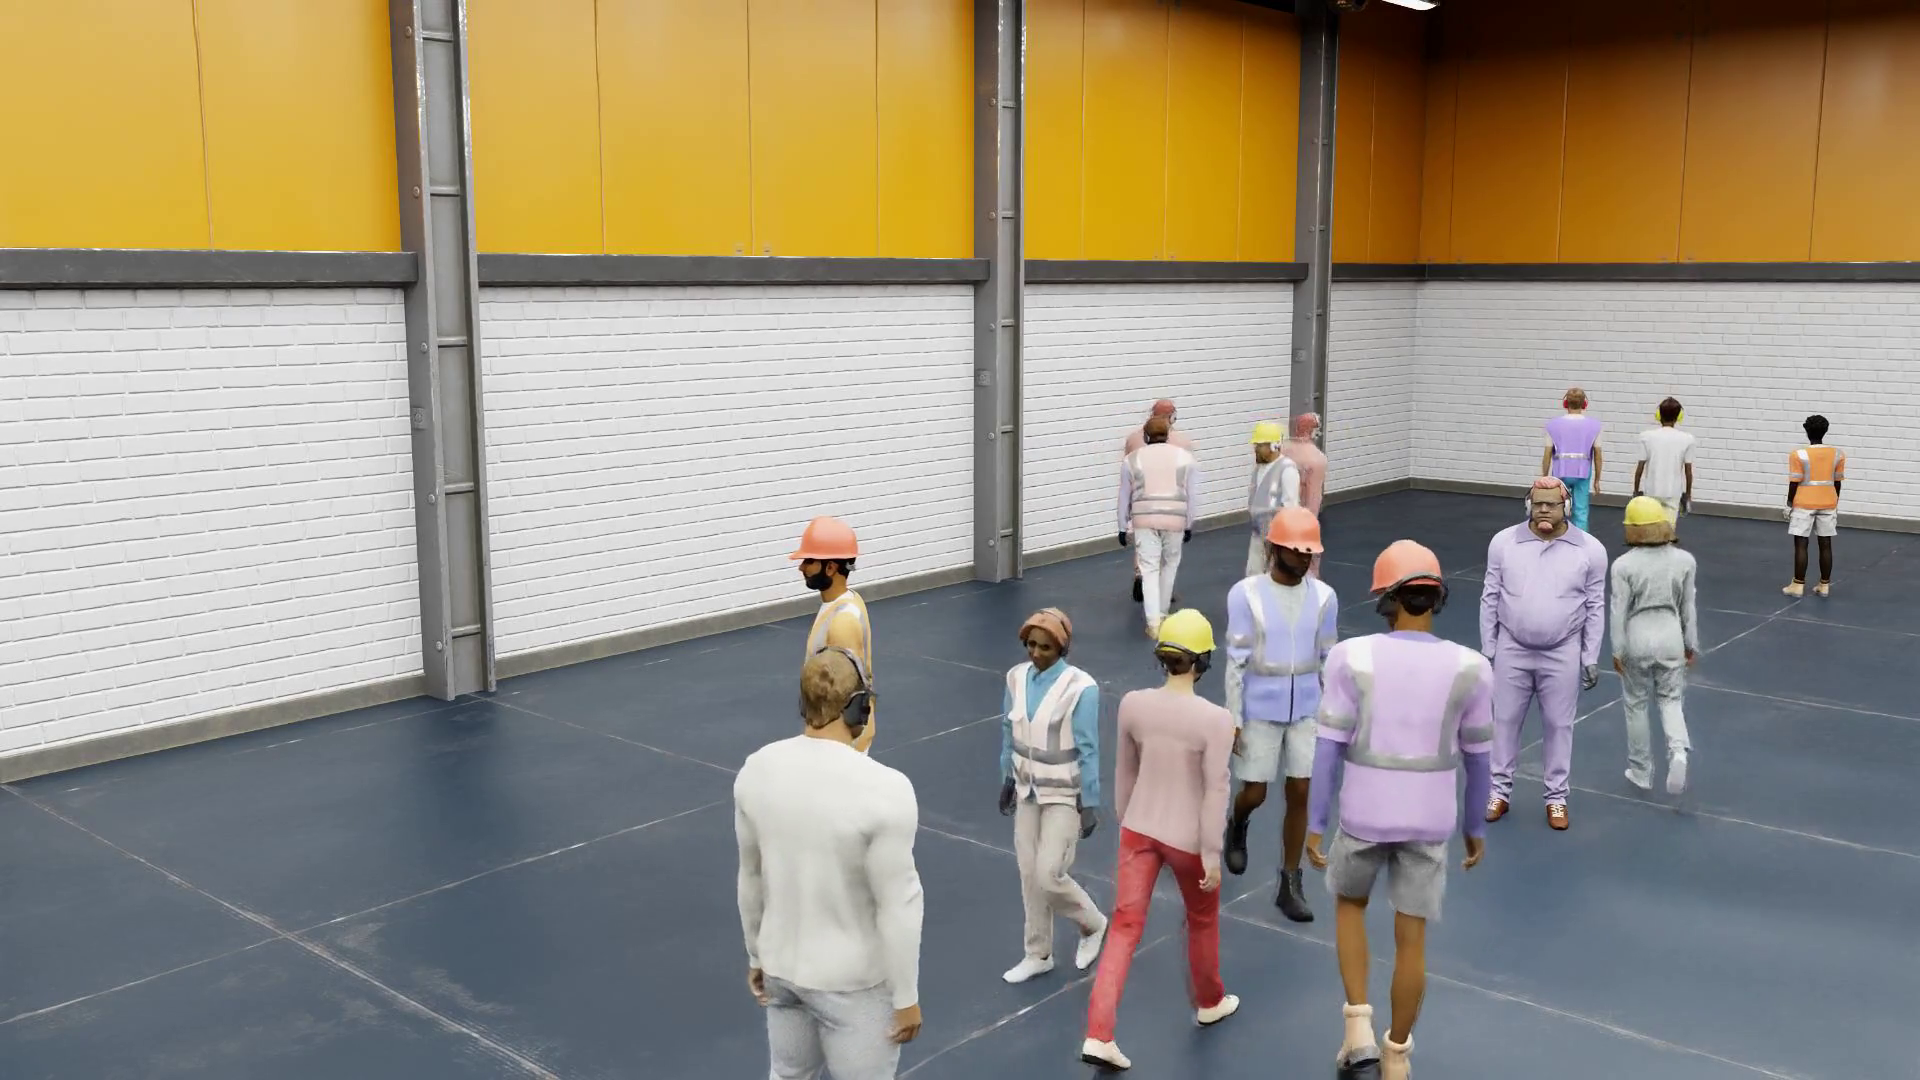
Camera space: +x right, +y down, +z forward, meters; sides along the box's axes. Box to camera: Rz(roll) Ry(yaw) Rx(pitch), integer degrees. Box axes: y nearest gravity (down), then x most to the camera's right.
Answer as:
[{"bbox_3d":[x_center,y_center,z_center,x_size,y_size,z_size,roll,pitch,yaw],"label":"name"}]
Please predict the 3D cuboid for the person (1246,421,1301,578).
[{"bbox_3d":[2.654,-0.093,13.712,0.845,1.796,0.594,-4,10,-24],"label":"person"}]

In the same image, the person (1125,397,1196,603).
[{"bbox_3d":[1.786,-0.331,14.914,0.661,1.886,0.549,4,10,24],"label":"person"}]

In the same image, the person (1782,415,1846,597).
[{"bbox_3d":[7.886,-0.309,15.383,0.529,1.694,0.321,0,9,-3],"label":"person"}]

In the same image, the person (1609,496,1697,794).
[{"bbox_3d":[3.969,0.614,9.489,0.511,1.715,0.598,1,9,3],"label":"person"}]

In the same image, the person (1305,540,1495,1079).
[{"bbox_3d":[1.606,1.010,6.095,0.650,2.020,0.478,2,9,10],"label":"person"}]

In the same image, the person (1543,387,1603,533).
[{"bbox_3d":[6.201,-0.620,16.861,0.569,1.842,0.377,3,9,17],"label":"person"}]

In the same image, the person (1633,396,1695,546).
[{"bbox_3d":[6.517,-0.397,15.430,0.499,1.858,0.442,4,10,23],"label":"person"}]

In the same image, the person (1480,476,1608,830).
[{"bbox_3d":[3.125,0.605,8.976,0.639,1.910,0.407,4,10,23],"label":"person"}]

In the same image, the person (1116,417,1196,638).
[{"bbox_3d":[1.635,-0.124,13.897,0.656,1.796,0.849,0,9,2],"label":"person"}]

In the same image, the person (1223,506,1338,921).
[{"bbox_3d":[1.489,0.782,7.813,0.567,1.924,0.646,-2,9,-10],"label":"person"}]

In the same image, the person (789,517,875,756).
[{"bbox_3d":[-0.555,0.858,7.287,0.362,1.939,0.542,-1,9,-6],"label":"person"}]

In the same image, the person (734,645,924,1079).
[{"bbox_3d":[-0.385,1.259,4.859,0.644,1.917,0.399,7,11,37],"label":"person"}]

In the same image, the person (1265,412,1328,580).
[{"bbox_3d":[2.729,-0.158,14.023,1.026,1.844,0.664,-8,12,-40],"label":"person"}]

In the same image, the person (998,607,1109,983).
[{"bbox_3d":[0.379,1.068,6.942,0.403,1.621,0.546,-8,12,-39],"label":"person"}]

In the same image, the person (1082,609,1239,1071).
[{"bbox_3d":[0.764,1.124,6.319,0.530,1.715,0.939,7,11,37],"label":"person"}]
